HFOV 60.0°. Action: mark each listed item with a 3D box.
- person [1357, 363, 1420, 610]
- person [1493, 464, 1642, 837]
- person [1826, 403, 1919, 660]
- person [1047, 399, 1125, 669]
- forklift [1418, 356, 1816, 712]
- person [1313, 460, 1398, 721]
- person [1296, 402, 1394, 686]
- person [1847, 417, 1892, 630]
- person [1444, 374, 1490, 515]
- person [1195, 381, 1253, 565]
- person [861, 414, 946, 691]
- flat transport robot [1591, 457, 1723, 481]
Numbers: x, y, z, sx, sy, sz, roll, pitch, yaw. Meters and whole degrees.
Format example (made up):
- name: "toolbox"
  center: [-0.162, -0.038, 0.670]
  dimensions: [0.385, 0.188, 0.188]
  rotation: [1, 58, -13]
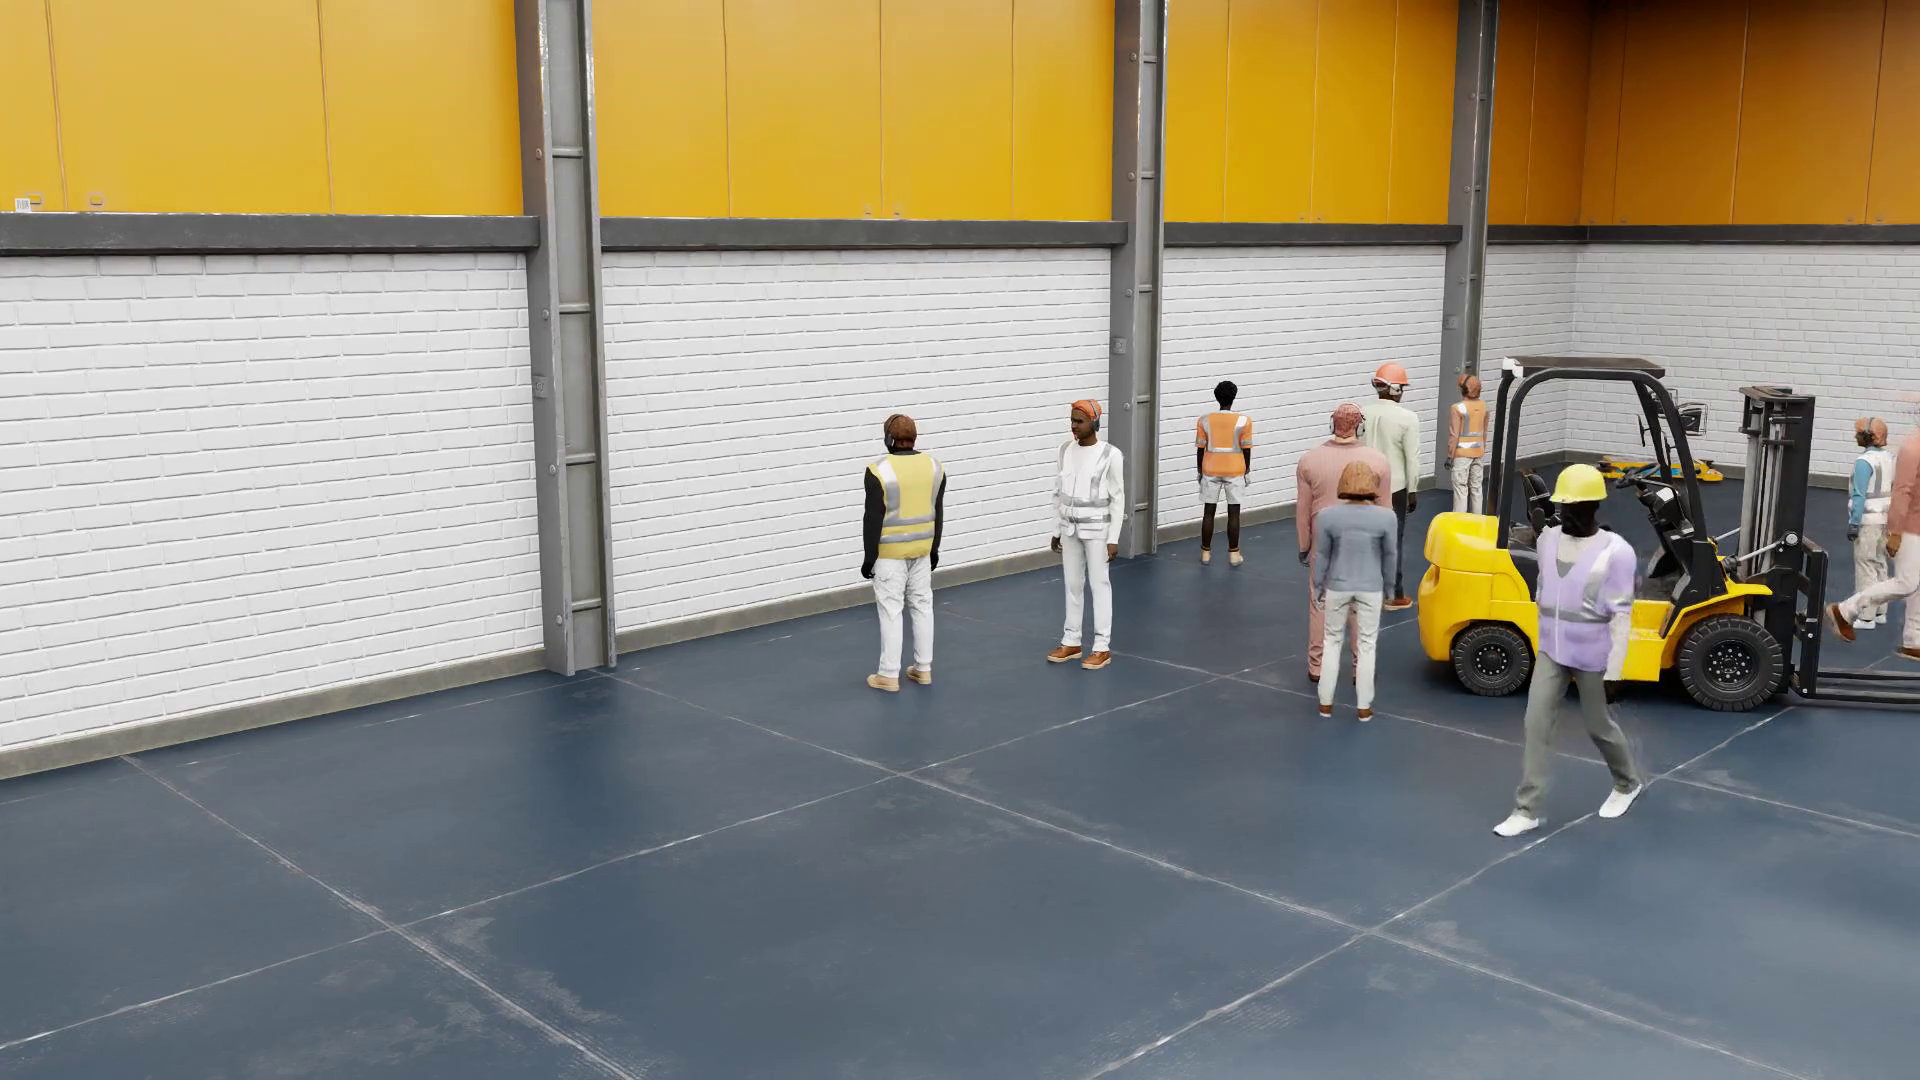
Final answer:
- name: "person"
  center: [3.422, -0.432, 13.440]
  dimensions: [0.613, 1.988, 0.398]
  rotation: [9, 13, 39]
- name: "person"
  center: [3.162, 0.541, 8.416]
  dimensions: [0.953, 1.892, 0.598]
  rotation: [-6, 12, -30]
- name: "person"
  center: [6.678, -0.115, 11.797]
  dimensions: [0.624, 1.965, 0.716]
  rotation: [-8, 13, -37]
- name: "person"
  center: [0.872, -0.045, 11.621]
  dimensions: [0.584, 1.882, 0.347]
  rotation: [9, 14, 41]
- name: "forklift"
  center: [4.276, -0.101, 11.076]
  dimensions: [2.313, 2.155, 1.214]
  rotation: [2, 11, 13]
- name: "person"
  center: [2.447, 0.317, 10.344]
  dimensions: [0.504, 1.634, 0.319]
  rotation: [3, 11, 16]
- name: "person"
  center: [2.575, 0.028, 11.158]
  dimensions: [0.640, 1.909, 0.409]
  rotation: [4, 11, 20]
- name: "person"
  center: [6.987, -0.130, 12.794]
  dimensions: [0.528, 1.626, 0.322]
  rotation: [-10, 14, -44]
- name: "person"
  center: [5.045, -0.831, 16.560]
  dimensions: [0.514, 1.645, 0.308]
  rotation: [-6, 12, -31]
- name: "person"
  center: [2.412, -0.611, 15.233]
  dimensions: [0.535, 1.693, 0.317]
  rotation: [4, 11, 21]
- name: "person"
  center: [-0.396, 0.079, 11.054]
  dimensions: [0.633, 1.842, 0.429]
  rotation: [-8, 13, -37]
- name: "flat transport robot"
  center: [8.644, -0.898, 20.672]
  dimensions: [1.431, 0.197, 0.652]
  rotation: [2, 11, 12]
